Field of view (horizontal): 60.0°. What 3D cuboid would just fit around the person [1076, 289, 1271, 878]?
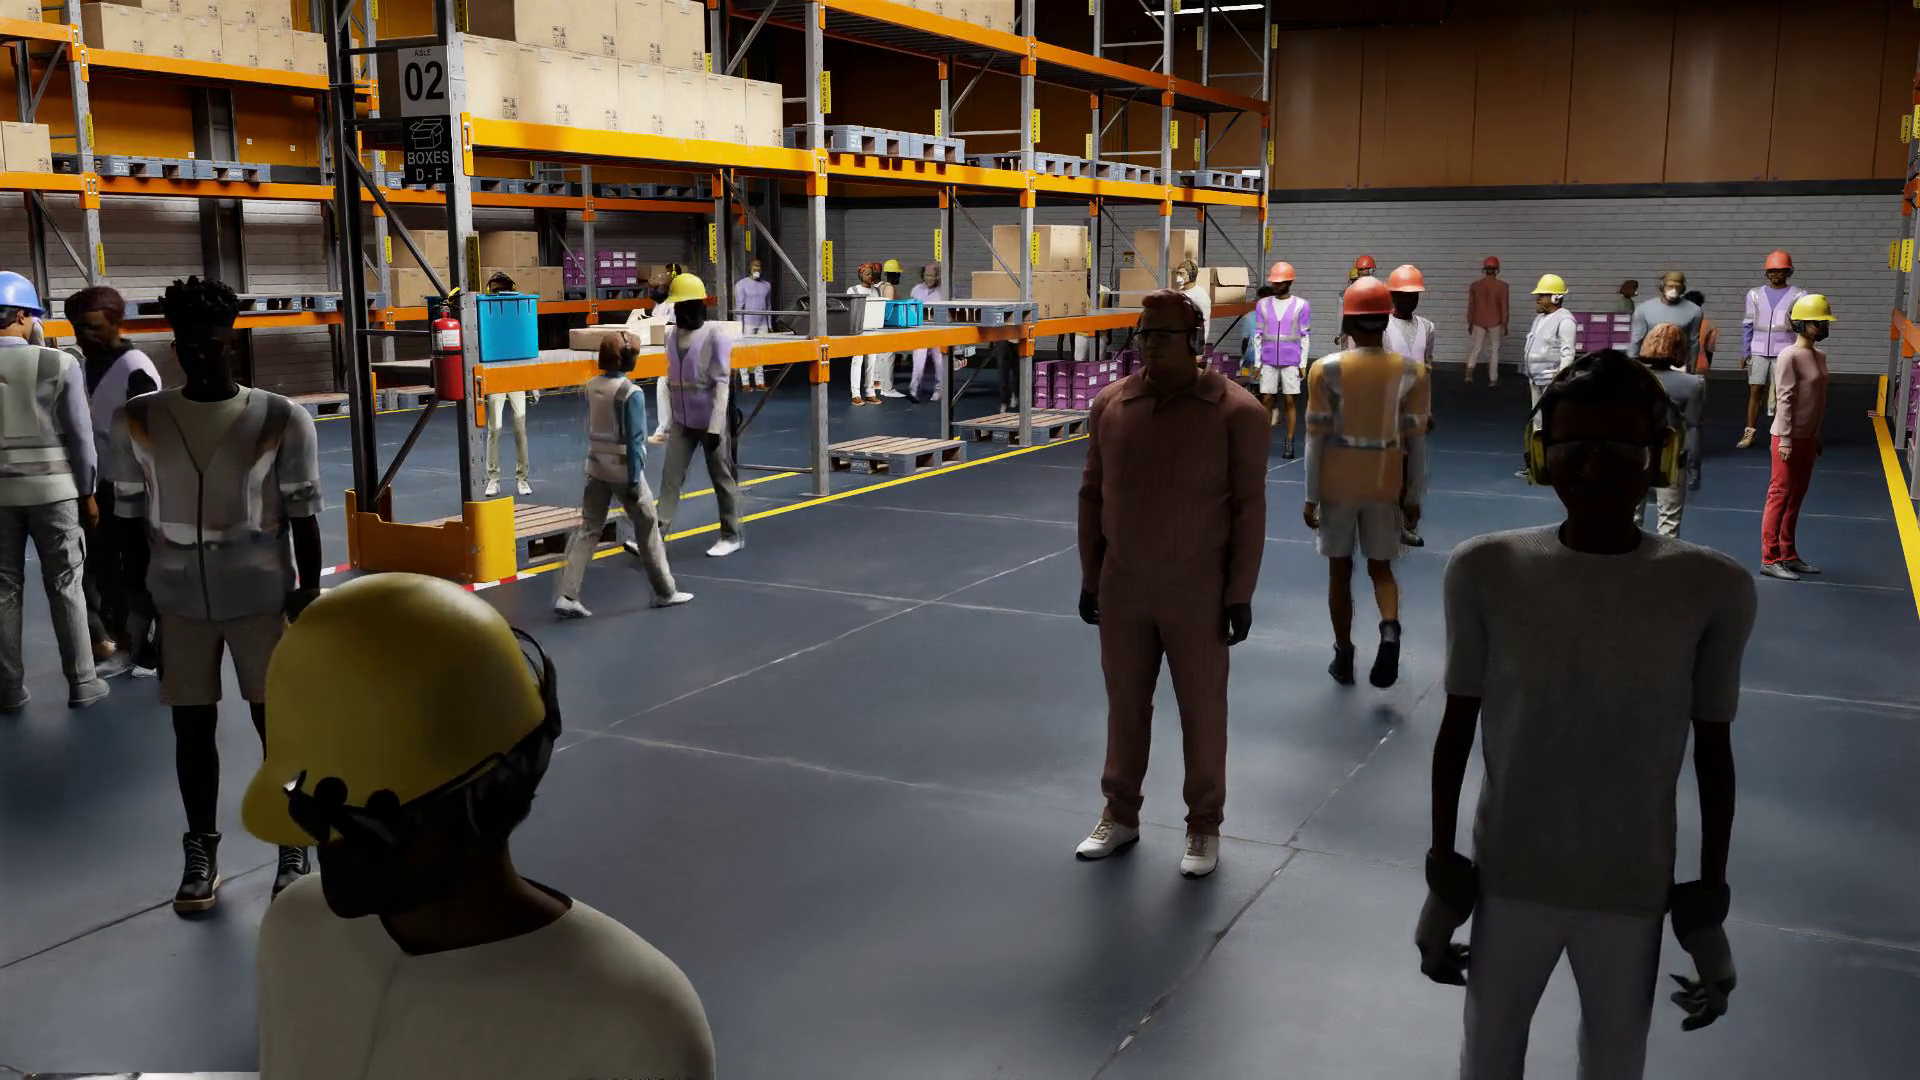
[{"bbox_3d":[0.667,0.140,5.453,0.643,1.908,0.408,5,11,27],"label":"person"}]

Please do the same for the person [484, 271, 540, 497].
[{"bbox_3d":[-3.781,-1.294,13.862,0.532,1.868,0.310,-3,10,-15],"label":"person"}]

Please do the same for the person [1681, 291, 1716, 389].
[{"bbox_3d":[7.398,-1.705,16.920,0.540,1.620,0.926,2,10,10],"label":"person"}]

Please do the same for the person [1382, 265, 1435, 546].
[{"bbox_3d":[3.020,-0.908,11.428,0.543,1.939,0.360,-3,10,-18],"label":"person"}]

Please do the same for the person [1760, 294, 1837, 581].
[{"bbox_3d":[5.240,-0.639,10.371,0.525,1.769,0.313,-9,13,-41],"label":"person"}]

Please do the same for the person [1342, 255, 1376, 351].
[{"bbox_3d":[5.256,-2.712,21.702,0.610,1.996,0.378,9,13,42],"label":"person"}]

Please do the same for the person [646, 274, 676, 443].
[{"bbox_3d":[-3.002,-1.940,17.811,0.807,1.806,0.670,-4,11,-22],"label":"person"}]

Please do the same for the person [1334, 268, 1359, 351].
[{"bbox_3d":[5.552,-2.923,23.395,0.589,1.834,0.403,-1,10,-6],"label":"person"}]

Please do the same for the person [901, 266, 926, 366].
[{"bbox_3d":[-0.682,-3.961,29.531,0.914,1.799,0.630,0,10,2],"label":"person"}]

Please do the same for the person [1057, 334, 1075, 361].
[{"bbox_3d":[1.884,-3.953,29.087,0.543,1.928,0.371,3,10,18],"label":"person"}]

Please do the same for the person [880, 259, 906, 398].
[{"bbox_3d":[-0.964,-2.963,23.358,0.368,1.928,0.585,-2,10,-12],"label":"person"}]

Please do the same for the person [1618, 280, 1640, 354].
[{"bbox_3d":[9.951,-3.066,24.830,0.371,1.621,0.507,8,13,40],"label":"person"}]

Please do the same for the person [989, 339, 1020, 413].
[{"bbox_3d":[0.654,-2.637,21.485,0.631,1.947,1.038,1,10,7],"label":"person"}]

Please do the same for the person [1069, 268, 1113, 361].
[{"bbox_3d":[1.796,-2.832,22.878,0.626,1.836,0.429,-1,10,-4],"label":"person"}]

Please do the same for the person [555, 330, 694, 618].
[{"bbox_3d":[-1.922,-0.364,9.269,0.523,1.600,0.850,8,13,40],"label":"person"}]

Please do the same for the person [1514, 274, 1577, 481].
[{"bbox_3d":[5.203,-1.426,14.731,0.403,1.833,0.591,-1,10,-7],"label":"person"}]

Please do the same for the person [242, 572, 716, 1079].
[{"bbox_3d":[-0.466,0.888,1.557,0.522,1.760,0.331,4,11,24],"label":"person"}]

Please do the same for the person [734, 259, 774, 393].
[{"bbox_3d":[-2.987,-3.117,24.233,0.627,1.934,0.370,-9,13,-43],"label":"person"}]

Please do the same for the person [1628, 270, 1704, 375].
[{"bbox_3d":[6.798,-1.671,16.074,0.648,1.881,1.088,4,11,23],"label":"person"}]

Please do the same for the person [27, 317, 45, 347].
[{"bbox_3d":[-7.487,-1.164,13.185,0.571,1.840,0.373,2,10,11],"label":"person"}]

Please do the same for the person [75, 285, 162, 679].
[{"bbox_3d":[-3.875,-0.252,7.807,0.634,1.873,0.523,7,12,37],"label":"person"}]

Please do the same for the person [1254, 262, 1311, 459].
[{"bbox_3d":[3.156,-1.761,16.378,0.548,1.934,0.375,4,11,22],"label":"person"}]

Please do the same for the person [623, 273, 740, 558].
[{"bbox_3d":[-1.774,-0.778,10.828,0.616,1.876,0.960,7,12,34],"label":"person"}]

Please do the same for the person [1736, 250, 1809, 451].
[{"bbox_3d":[8.314,-1.927,17.020,0.608,2.045,0.390,8,13,39],"label":"person"}]

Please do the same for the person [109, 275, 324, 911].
[{"bbox_3d":[-2.263,0.175,5.123,0.598,1.958,0.371,-1,10,-8],"label":"person"}]

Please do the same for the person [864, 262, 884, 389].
[{"bbox_3d":[-1.223,-3.196,24.824,0.361,1.886,0.574,-4,10,-20],"label":"person"}]

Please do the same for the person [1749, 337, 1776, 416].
[{"bbox_3d":[10.146,-2.370,20.790,0.511,1.620,0.526,4,11,23],"label":"person"}]

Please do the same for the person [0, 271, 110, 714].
[{"bbox_3d":[-4.119,-0.201,7.332,0.602,1.940,0.402,-3,10,-15],"label":"person"}]

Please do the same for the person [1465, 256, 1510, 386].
[{"bbox_3d":[7.985,-3.298,25.150,0.635,1.976,0.755,8,12,37],"label":"person"}]

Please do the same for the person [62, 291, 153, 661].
[{"bbox_3d":[-4.311,-0.327,8.334,0.351,1.846,0.506,-1,10,-3],"label":"person"}]

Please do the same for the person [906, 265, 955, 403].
[{"bbox_3d":[-0.419,-2.755,22.353,0.655,1.850,0.995,2,10,14],"label":"person"}]

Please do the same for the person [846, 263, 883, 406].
[{"bbox_3d":[-1.254,-2.736,22.174,0.572,1.883,0.356,-9,13,-41],"label":"person"}]

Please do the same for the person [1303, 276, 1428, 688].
[{"bbox_3d":[1.855,-0.240,7.624,0.548,1.920,0.671,0,10,3],"label":"person"}]

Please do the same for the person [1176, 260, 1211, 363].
[{"bbox_3d":[2.514,-2.111,18.393,0.373,1.940,0.627,-5,11,-26],"label":"person"}]

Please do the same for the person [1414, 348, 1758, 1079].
[{"bbox_3d":[1.044,0.613,2.820,0.520,1.873,0.335,4,10,20],"label":"person"}]

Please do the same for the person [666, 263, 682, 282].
[{"bbox_3d":[-4.201,-3.164,24.698,0.308,1.867,0.543,-3,10,-15],"label":"person"}]

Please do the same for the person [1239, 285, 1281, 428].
[{"bbox_3d":[3.483,-2.057,18.856,0.529,1.670,0.799,8,13,39],"label":"person"}]

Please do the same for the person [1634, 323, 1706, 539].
[{"bbox_3d":[3.918,-0.393,9.394,0.511,1.647,0.398,7,12,37],"label":"person"}]
